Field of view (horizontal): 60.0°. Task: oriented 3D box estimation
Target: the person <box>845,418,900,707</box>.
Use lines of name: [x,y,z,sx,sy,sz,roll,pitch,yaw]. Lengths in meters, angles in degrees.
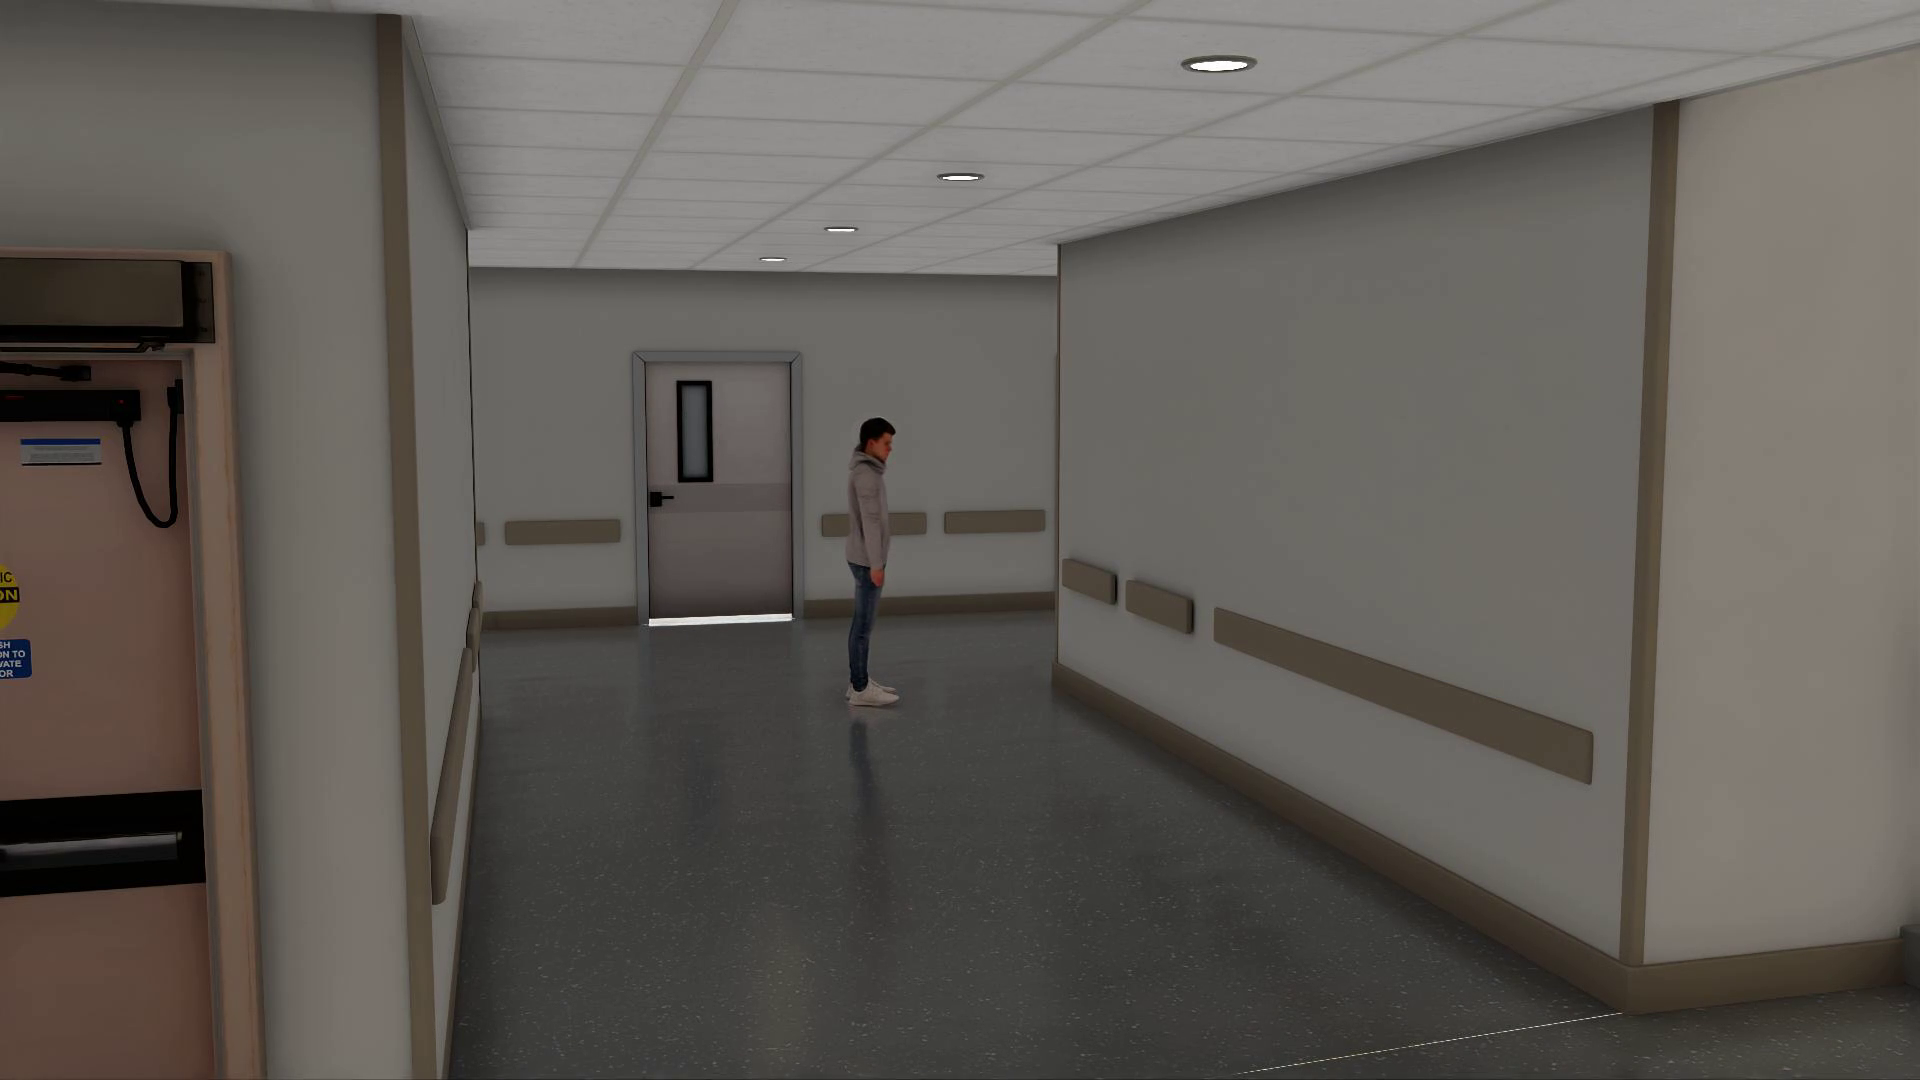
person: [-0.607,0.128,10.771,0.651,1.845,0.715,0,6,-2]
